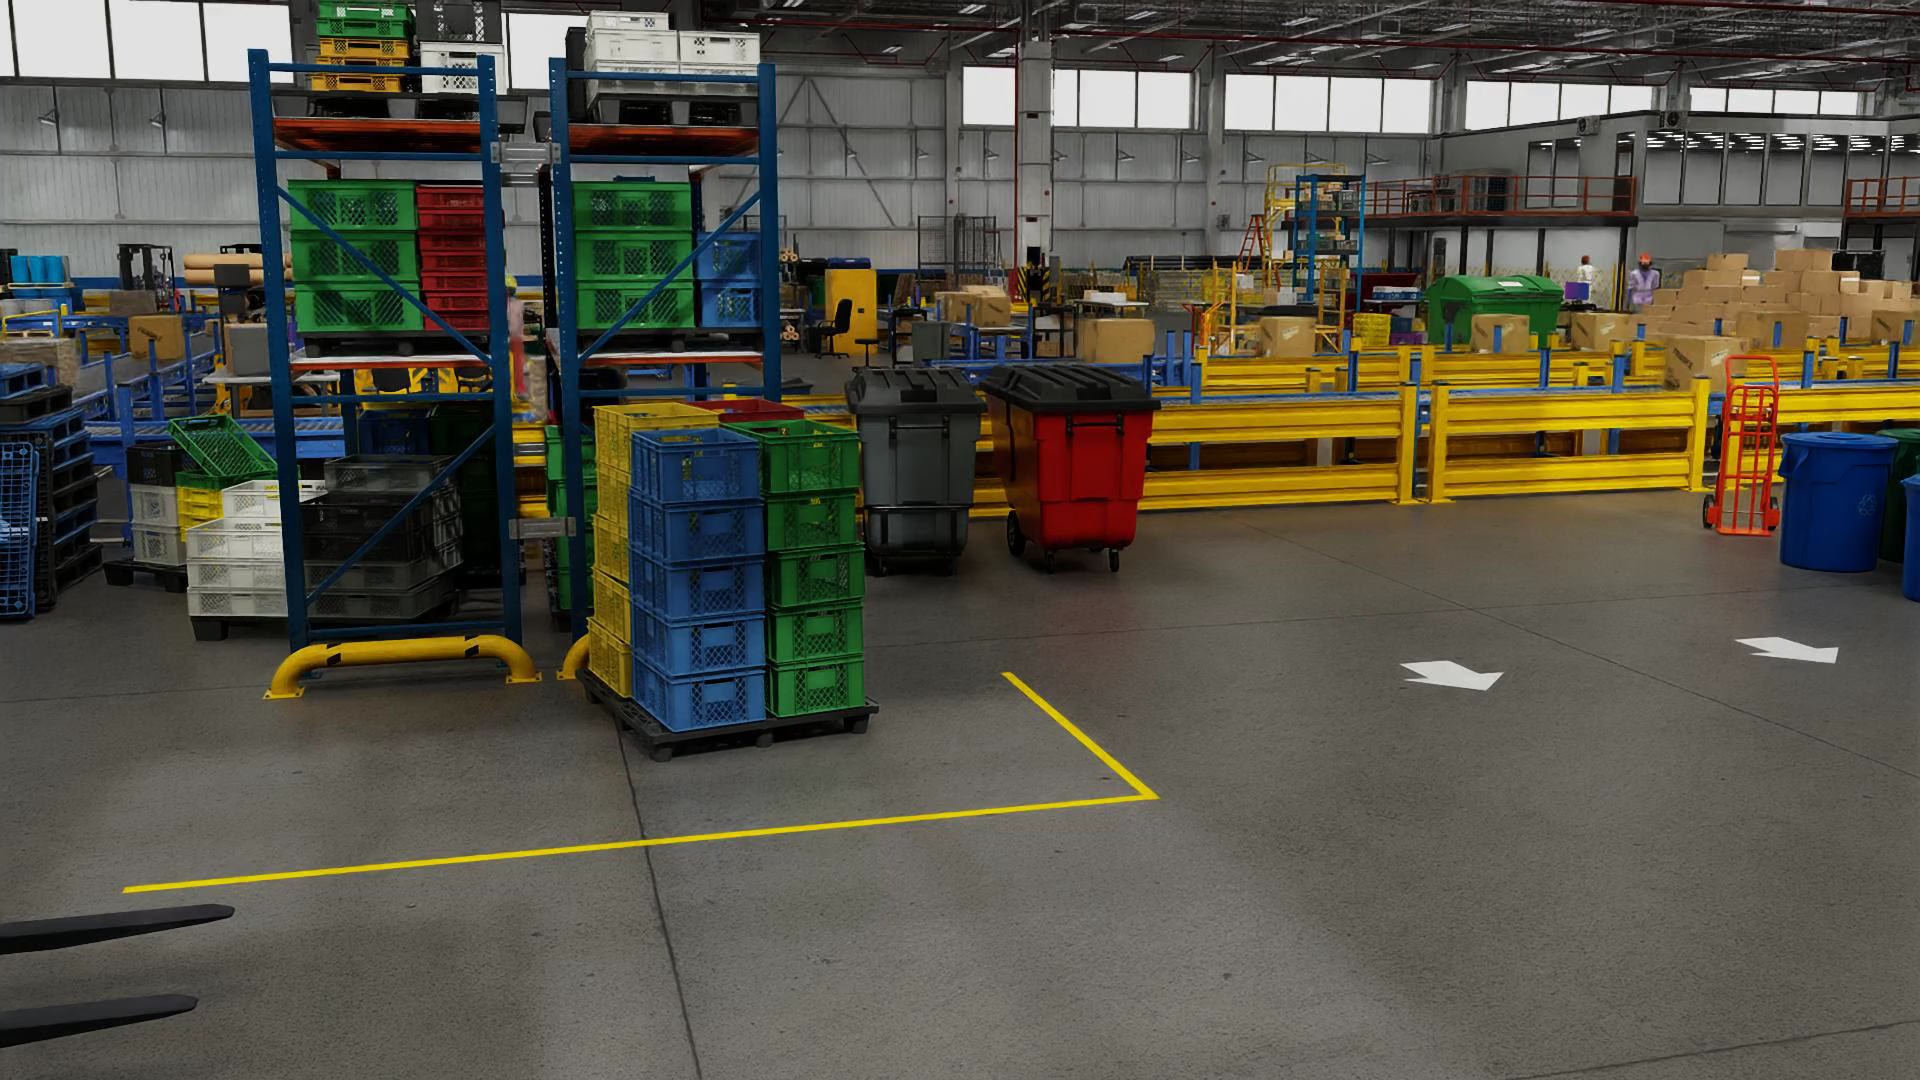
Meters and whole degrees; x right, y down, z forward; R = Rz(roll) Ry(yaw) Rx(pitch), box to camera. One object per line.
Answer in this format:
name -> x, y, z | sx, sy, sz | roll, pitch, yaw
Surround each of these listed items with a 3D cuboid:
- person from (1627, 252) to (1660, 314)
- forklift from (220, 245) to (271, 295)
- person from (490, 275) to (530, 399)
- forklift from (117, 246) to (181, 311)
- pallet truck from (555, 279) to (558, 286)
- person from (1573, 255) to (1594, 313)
person -> 14.442, -5.080, 35.223 | 0.619, 2.013, 0.952 | 3, 10, 17
forklift -> -17.749, -6.334, 41.440 | 1.157, 1.987, 2.680 | -3, 10, -17
person -> -6.351, -2.842, 23.283 | 0.526, 1.740, 0.769 | -9, 14, -43
forklift -> -19.966, -6.232, 40.894 | 1.157, 1.987, 2.680 | -3, 10, -15
pallet truck -> -10.604, -6.375, 44.520 | 0.653, 1.274, 1.630 | -3, 10, -15
person -> 17.905, -7.241, 47.829 | 0.596, 1.861, 0.678 | -3, 10, -15
